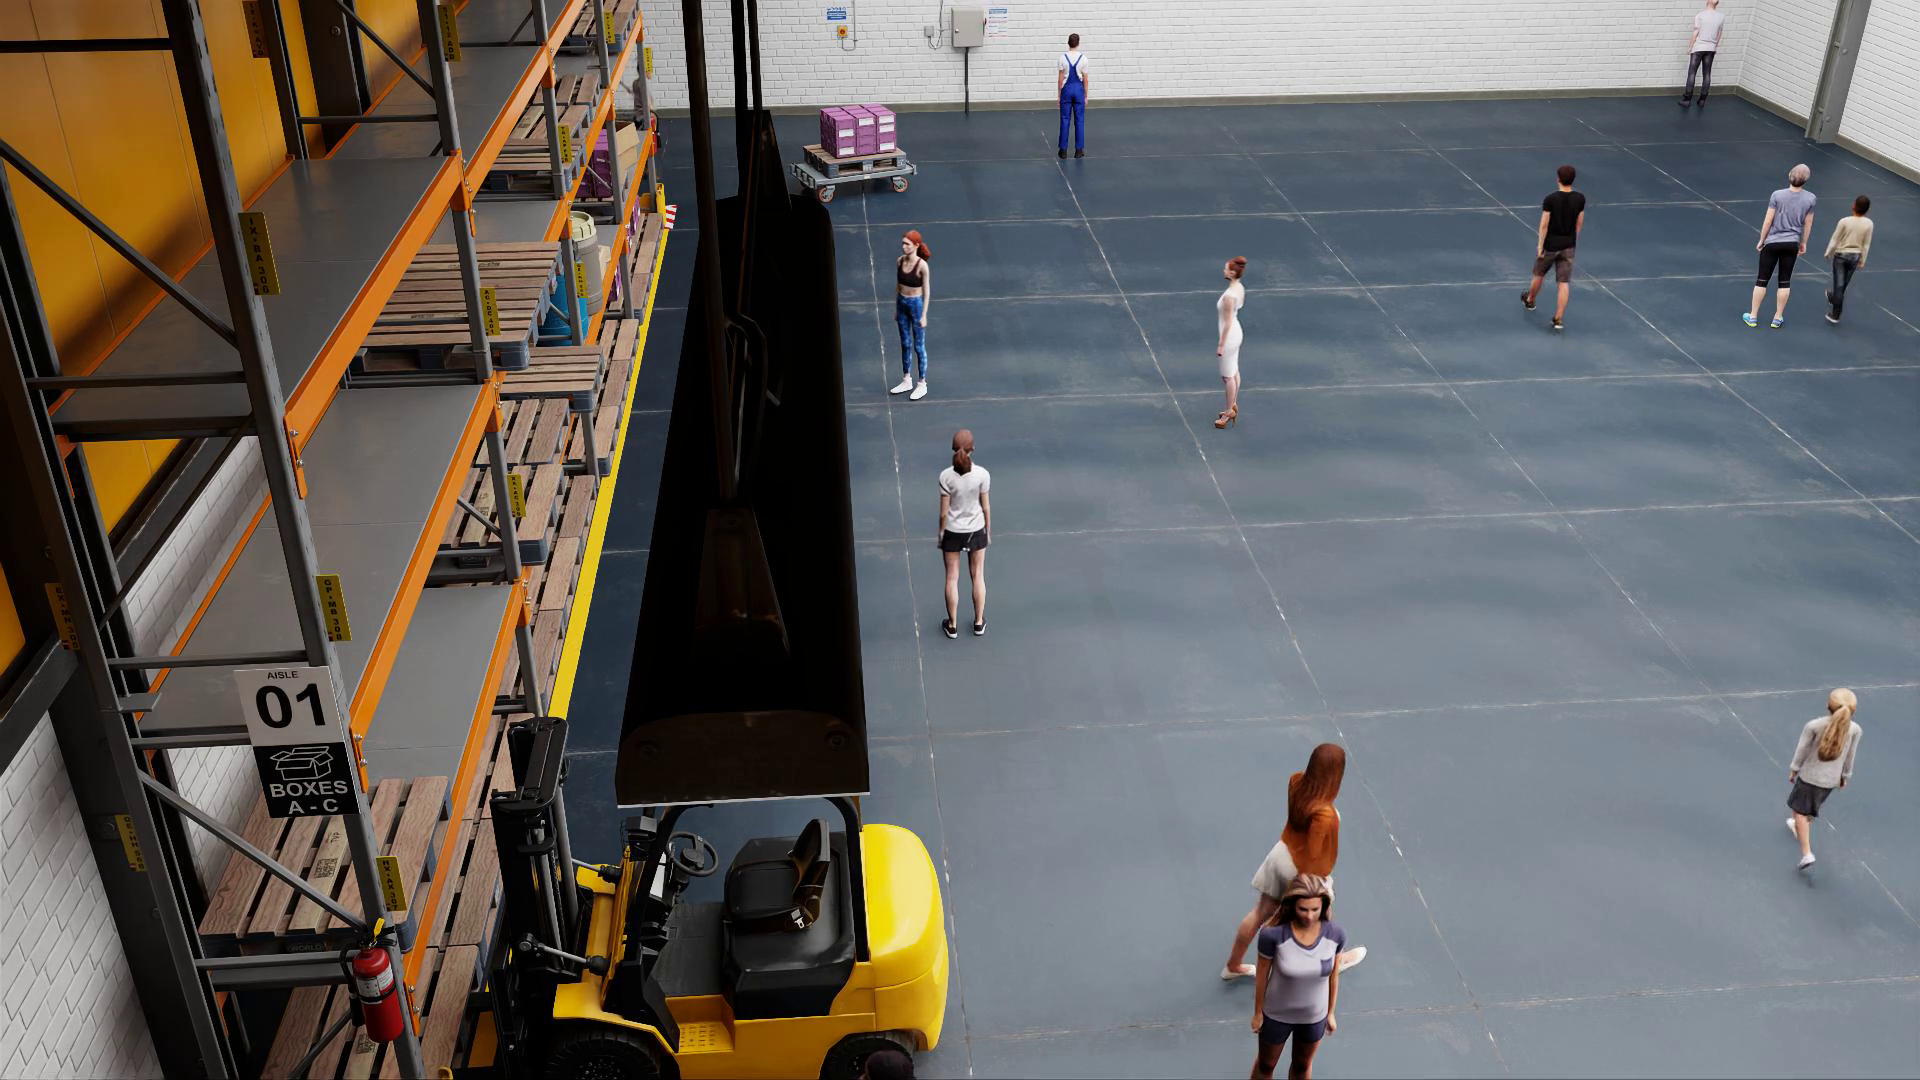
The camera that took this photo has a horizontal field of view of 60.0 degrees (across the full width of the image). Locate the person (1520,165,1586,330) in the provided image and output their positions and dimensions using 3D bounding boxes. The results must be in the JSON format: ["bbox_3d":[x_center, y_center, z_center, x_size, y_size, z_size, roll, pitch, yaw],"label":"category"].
[{"bbox_3d":[6.838,-3.297,18.922,0.773,1.813,1.231,1,29,1],"label":"person"}]

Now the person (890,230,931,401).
[{"bbox_3d":[-0.497,-2.334,17.187,0.687,1.784,0.746,22,35,34],"label":"person"}]

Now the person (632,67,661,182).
[{"bbox_3d":[-4.655,-6.142,24.265,0.956,1.691,0.662,-21,35,-33],"label":"person"}]

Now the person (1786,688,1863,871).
[{"bbox_3d":[5.521,1.528,10.657,0.621,1.257,0.886,3,29,6],"label":"person"}]

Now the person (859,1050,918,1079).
[{"bbox_3d":[-0.280,2.958,7.511,0.726,1.759,0.567,-4,29,-8],"label":"person"}]

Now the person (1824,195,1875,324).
[{"bbox_3d":[10.222,-3.197,19.142,0.673,1.427,1.025,3,29,6],"label":"person"}]

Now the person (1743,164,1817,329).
[{"bbox_3d":[9.357,-3.350,18.942,0.744,1.888,0.702,8,30,14],"label":"person"}]

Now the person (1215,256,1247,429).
[{"bbox_3d":[2.682,-1.966,16.505,0.698,1.791,0.581,11,31,20],"label":"person"}]

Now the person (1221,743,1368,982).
[{"bbox_3d":[1.852,1.905,9.538,0.874,1.667,1.125,-10,30,-18],"label":"person"}]

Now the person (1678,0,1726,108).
[{"bbox_3d":[12.494,-8.231,27.948,0.657,1.832,0.586,-1,29,-2],"label":"person"}]

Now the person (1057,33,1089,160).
[{"bbox_3d":[1.696,-6.729,25.175,0.658,1.850,0.603,2,29,3],"label":"person"}]

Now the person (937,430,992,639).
[{"bbox_3d":[0.026,-0.047,13.029,0.580,1.751,0.542,-4,29,-7],"label":"person"}]

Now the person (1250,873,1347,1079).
[{"bbox_3d":[1.711,2.404,8.555,0.598,1.733,0.551,-1,29,-1],"label":"person"}]
